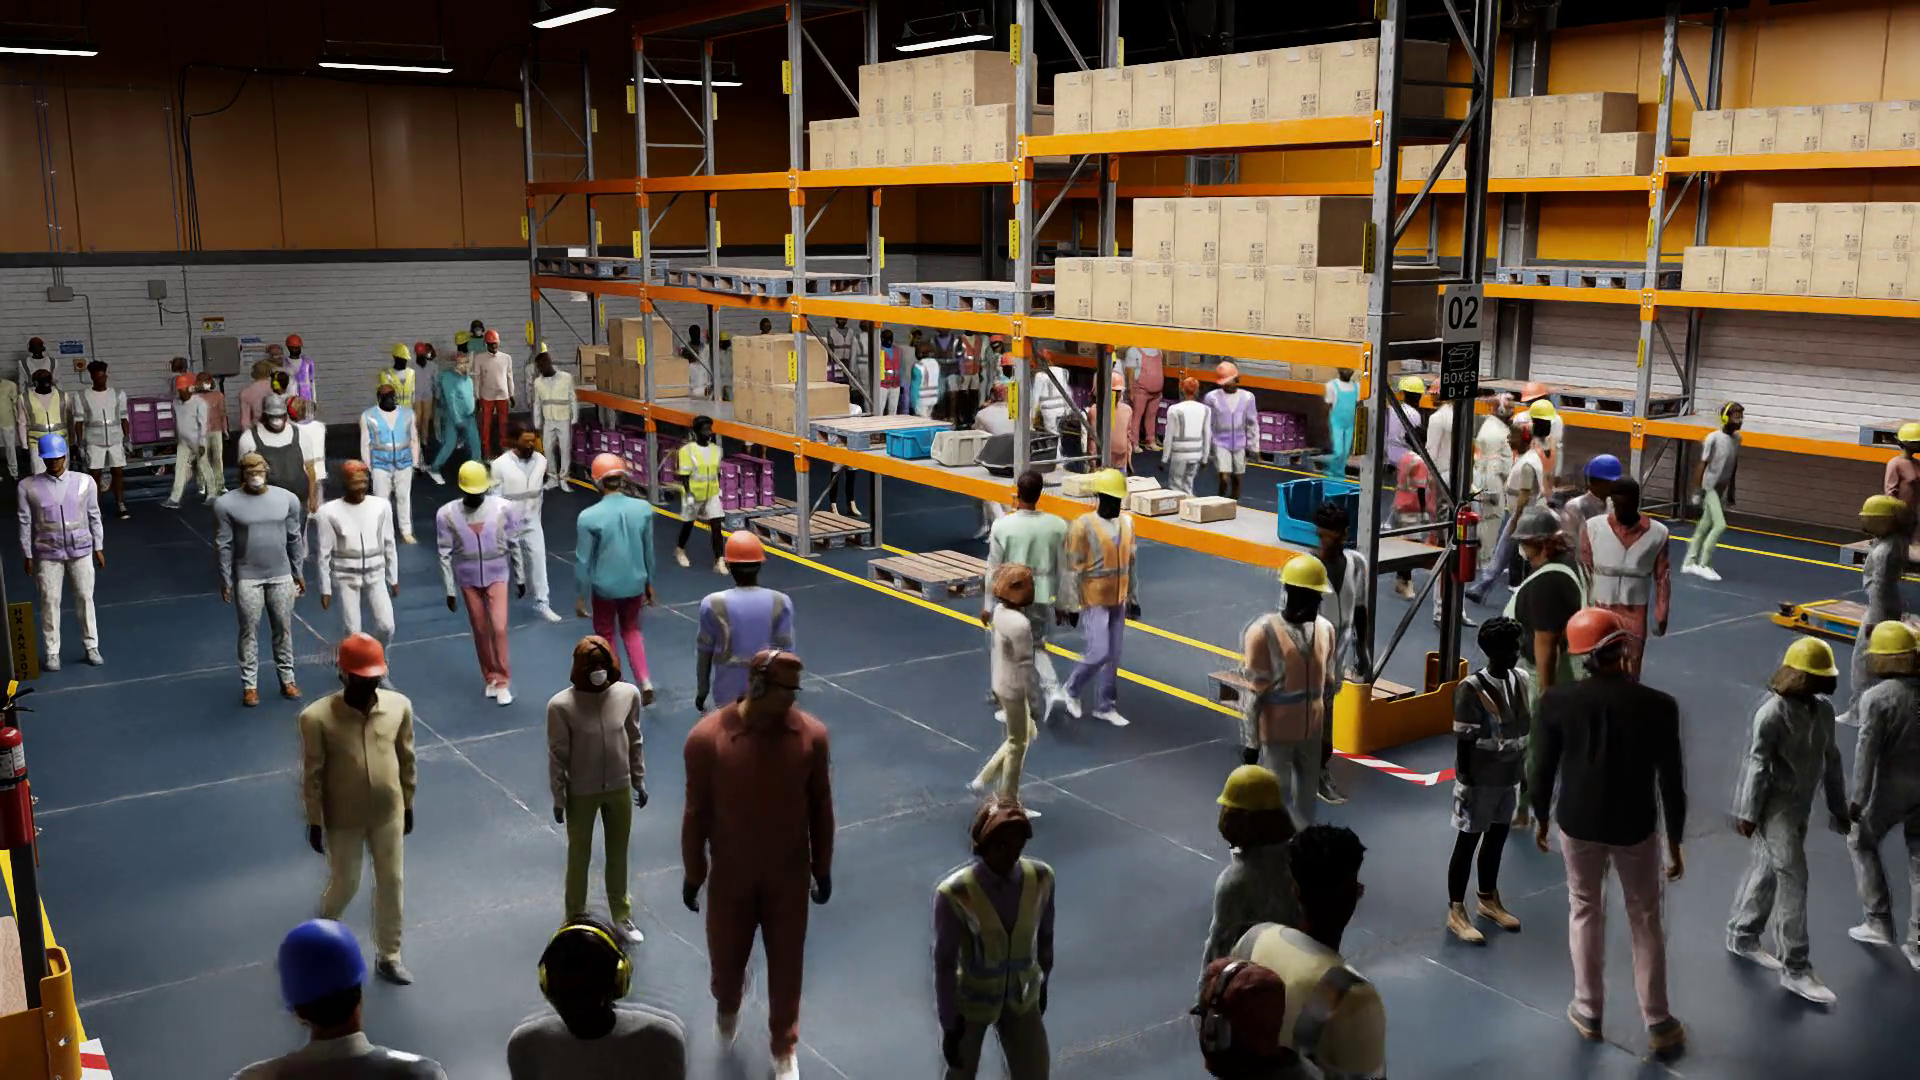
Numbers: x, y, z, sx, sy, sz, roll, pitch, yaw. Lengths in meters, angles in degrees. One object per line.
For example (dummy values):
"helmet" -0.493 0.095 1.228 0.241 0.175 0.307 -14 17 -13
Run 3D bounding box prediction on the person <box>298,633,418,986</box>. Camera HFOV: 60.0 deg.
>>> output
"person" -2.912 1.277 8.079 0.564 1.733 0.570 -9 14 -38

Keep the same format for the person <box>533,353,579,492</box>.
"person" -5.426 -1.589 22.431 0.649 1.879 0.409 2 11 9

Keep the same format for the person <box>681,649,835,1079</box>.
"person" -0.854 1.397 7.117 0.675 1.876 0.518 -4 12 -18

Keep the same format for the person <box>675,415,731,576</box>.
"person" -2.723 -0.489 17.313 0.525 1.663 0.849 -8 13 -34

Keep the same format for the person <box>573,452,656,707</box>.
"person" -2.544 0.338 12.274 0.647 1.974 0.481 -9 14 -38

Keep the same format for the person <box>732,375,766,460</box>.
"person" -2.711 -1.605 22.057 0.615 2.041 0.376 -7 13 -34

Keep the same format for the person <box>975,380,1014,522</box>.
"person" 0.487 -0.815 18.427 0.654 1.889 0.677 -5 12 -24

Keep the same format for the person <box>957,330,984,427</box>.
"person" 0.154 -2.980 29.294 0.615 1.964 0.361 -7 13 -34

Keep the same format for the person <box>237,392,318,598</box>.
"person" -6.568 -0.440 16.102 0.689 2.000 0.536 -7 13 -31

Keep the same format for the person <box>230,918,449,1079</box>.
"person" -1.573 1.937 4.343 0.616 1.895 0.941 -2 11 -11

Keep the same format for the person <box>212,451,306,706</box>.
"person" -5.307 0.285 12.654 0.636 1.938 0.358 -7 13 -34

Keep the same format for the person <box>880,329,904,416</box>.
"person" -1.193 -2.548 27.402 0.635 1.842 0.429 -7 13 -34

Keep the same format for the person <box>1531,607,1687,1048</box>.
"person" 2.939 1.283 7.529 0.697 1.946 0.503 5 12 23

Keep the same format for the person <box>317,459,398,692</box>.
"person" -4.579 0.321 12.651 0.625 1.871 0.393 -8 13 -34

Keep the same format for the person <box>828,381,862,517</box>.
"person" -1.420 -1.111 20.420 0.541 1.695 0.315 -7 13 -34

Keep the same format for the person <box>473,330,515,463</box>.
"person" -7.001 -2.160 25.024 0.624 1.993 0.385 -7 13 -34

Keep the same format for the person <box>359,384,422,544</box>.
"person" -6.387 -0.836 18.720 0.658 1.835 0.431 -6 13 -28

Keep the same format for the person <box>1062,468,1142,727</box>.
"person" 1.049 0.417 12.071 0.590 1.908 0.460 -10 15 -40

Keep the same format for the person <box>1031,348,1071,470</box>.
"person" 1.241 -1.781 23.450 0.576 1.852 0.624 9 14 40

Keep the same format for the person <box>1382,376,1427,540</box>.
"person" 5.058 -0.896 18.781 0.425 1.906 0.601 -1 11 -7

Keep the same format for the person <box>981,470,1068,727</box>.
"person" 0.485 0.451 11.937 0.632 1.894 0.618 -4 12 -21

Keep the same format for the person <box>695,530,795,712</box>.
"person" -1.279 0.868 9.801 0.552 1.878 1.012 -4 12 -22

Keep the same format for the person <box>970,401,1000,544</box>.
"person" 0.339 -0.768 18.875 0.548 1.619 0.405 6 13 29

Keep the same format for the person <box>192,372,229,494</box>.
"person" -10.046 -1.432 22.224 0.508 1.632 0.273 -7 13 -34

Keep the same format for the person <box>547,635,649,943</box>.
"person" -1.818 1.272 8.386 0.508 1.632 0.271 -7 13 -34

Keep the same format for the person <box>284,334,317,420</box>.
"person" -9.900 -2.101 24.867 0.552 1.936 0.362 -7 13 -34

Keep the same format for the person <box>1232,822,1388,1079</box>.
"person" 0.995 1.797 4.915 0.519 1.941 0.659 -4 12 -20

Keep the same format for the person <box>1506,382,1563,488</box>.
"person" 6.284 -0.777 18.182 0.554 1.906 0.463 11 15 43

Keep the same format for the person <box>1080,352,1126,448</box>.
"person" 2.277 -2.197 25.818 0.572 1.765 0.930 -7 13 -33

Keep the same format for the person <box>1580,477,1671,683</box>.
"person" 4.682 0.485 11.748 0.636 1.891 0.459 3 12 17

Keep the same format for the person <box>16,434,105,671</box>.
"person" -7.340 0.093 13.613 0.616 1.946 0.392 -7 13 -34

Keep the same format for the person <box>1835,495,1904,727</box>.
"person" 6.712 0.533 11.957 0.624 1.716 0.514 8 14 35

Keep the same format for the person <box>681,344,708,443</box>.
"person" -4.053 -1.979 24.558 0.878 1.810 0.544 5 12 24

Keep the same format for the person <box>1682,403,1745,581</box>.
"person" 7.713 -0.501 16.972 0.517 1.827 0.635 -8 14 -36

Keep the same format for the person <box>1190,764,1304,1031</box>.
"person" 1.064 1.663 6.206 0.492 1.697 0.867 -11 15 -43

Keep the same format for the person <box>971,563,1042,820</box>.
"person" 0.339 0.937 10.139 0.379 1.622 0.504 -2 11 -10

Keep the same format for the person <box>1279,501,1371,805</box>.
"person" 2.283 0.666 10.769 0.647 1.927 0.889 -5 12 -25

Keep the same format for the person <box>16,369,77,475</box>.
"person" -11.155 -1.171 20.356 0.634 1.842 0.429 -7 13 -34

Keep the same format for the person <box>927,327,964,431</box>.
"person" -0.257 -2.831 28.435 0.626 1.999 0.855 1 11 3

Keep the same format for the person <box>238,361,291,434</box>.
"person" -8.728 -1.315 20.978 0.647 1.887 0.985 -5 12 -24
